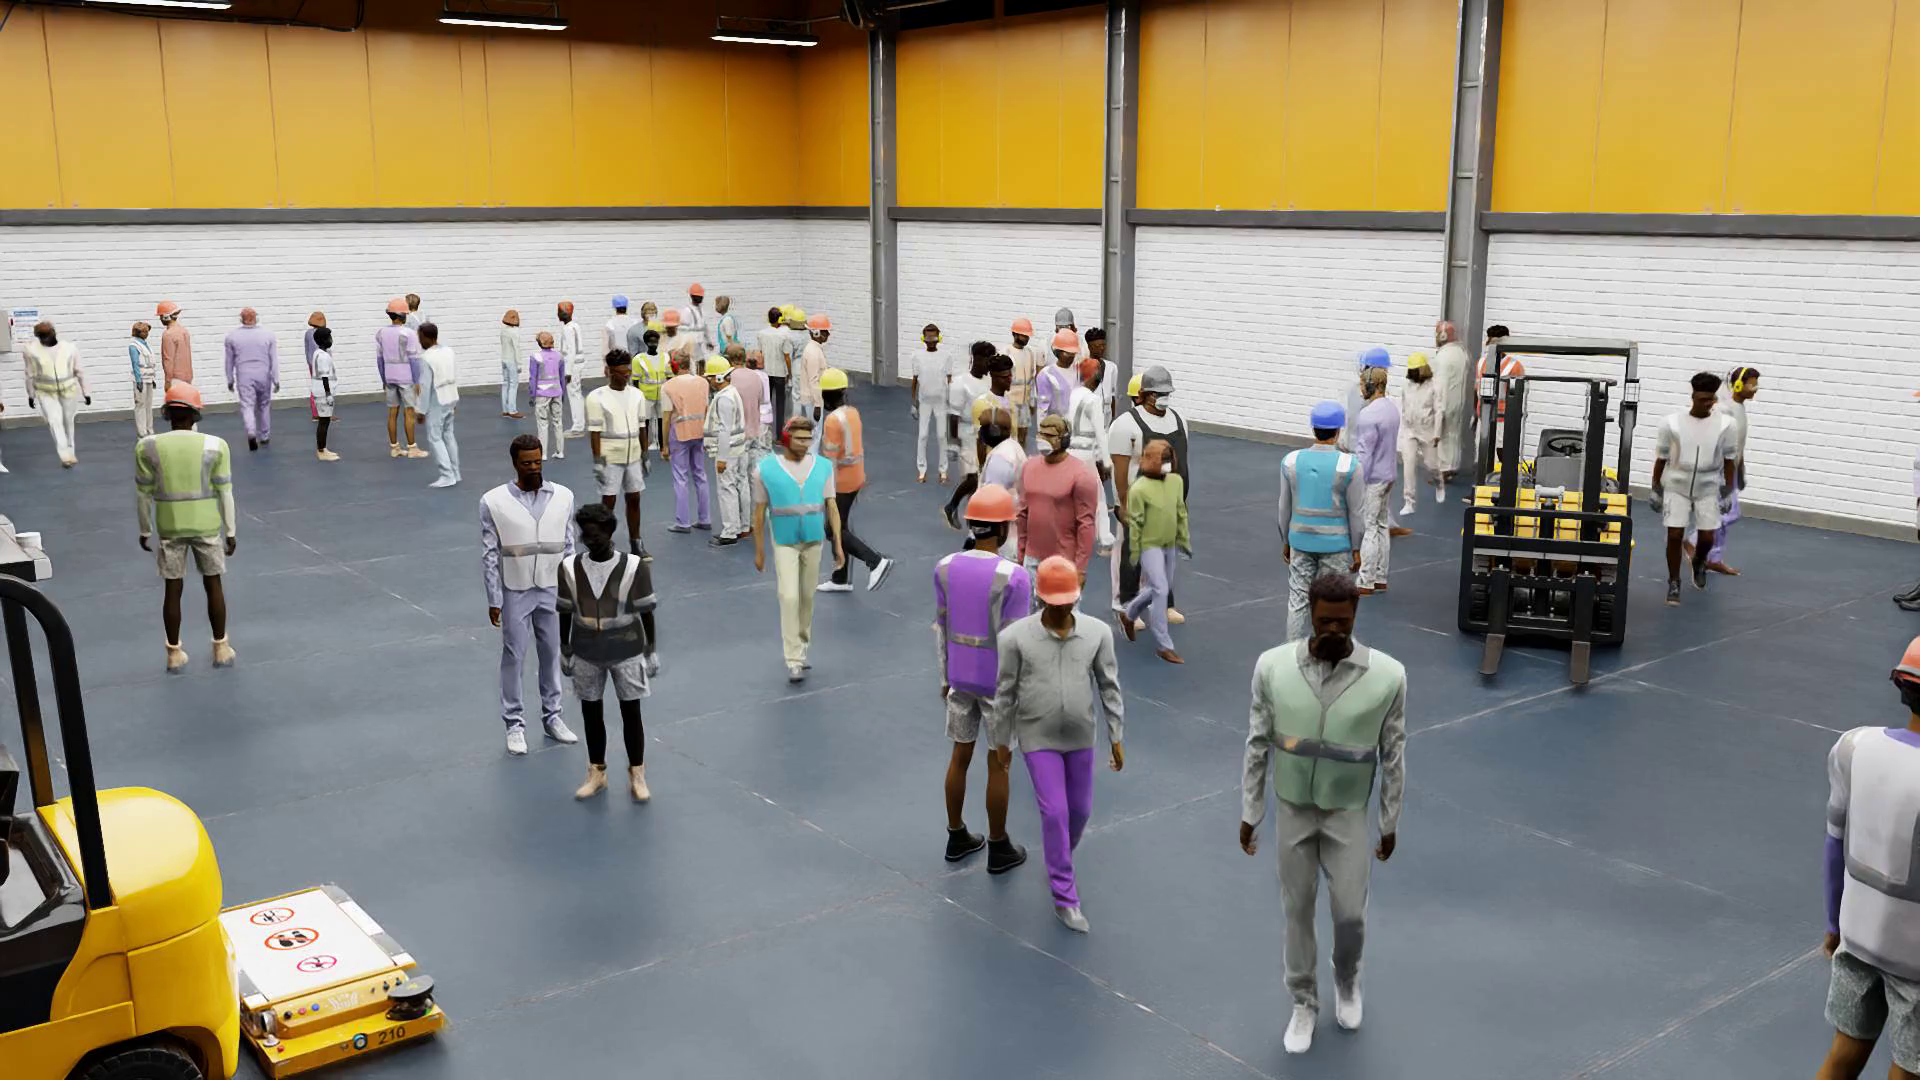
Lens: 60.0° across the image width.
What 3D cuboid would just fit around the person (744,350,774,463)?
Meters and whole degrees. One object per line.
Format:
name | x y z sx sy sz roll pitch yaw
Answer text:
person | -2.246 -1.308 18.565 0.322 1.629 0.516 1 12 7

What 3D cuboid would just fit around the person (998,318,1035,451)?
person | 0.681 -1.621 19.341 0.551 1.925 0.393 -10 16 -41

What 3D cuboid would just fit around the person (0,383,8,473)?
person | -11.713 -1.646 19.908 0.302 1.742 0.493 10 16 41

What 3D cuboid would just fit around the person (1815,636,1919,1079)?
person | 2.962 1.257 5.185 0.403 2.035 0.606 -3 12 -14

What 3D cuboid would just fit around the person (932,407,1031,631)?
person | 0.225 -0.067 12.148 0.920 1.794 0.636 1 12 5

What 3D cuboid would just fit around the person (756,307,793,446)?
person | -2.474 -2.178 22.211 0.523 1.858 0.336 4 12 20

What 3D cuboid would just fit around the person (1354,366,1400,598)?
person | 3.437 -0.482 13.849 0.379 1.929 0.636 8 14 33

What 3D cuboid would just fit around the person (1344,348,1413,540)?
person | 3.904 -0.884 15.894 1.016 1.898 0.637 -2 12 -12

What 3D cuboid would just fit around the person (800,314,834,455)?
person | -1.631 -1.596 19.091 0.402 1.987 0.608 -1 12 -5

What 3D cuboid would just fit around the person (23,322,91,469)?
person | -11.047 -1.770 20.418 0.683 1.771 0.946 -8 14 -34

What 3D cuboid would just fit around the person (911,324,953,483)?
person | -0.318 -1.587 19.341 0.506 1.864 0.332 0 12 1

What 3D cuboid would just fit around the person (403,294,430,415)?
person | -8.295 -2.831 25.380 0.340 1.846 0.512 5 13 25

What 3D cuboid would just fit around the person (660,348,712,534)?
person | -2.702 -0.979 16.472 0.378 1.838 0.560 11 16 43

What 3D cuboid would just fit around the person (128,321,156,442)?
person | -11.065 -2.142 22.555 0.310 1.639 0.514 -1 12 -6

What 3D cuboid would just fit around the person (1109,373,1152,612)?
person | 1.430 -0.370 13.293 0.370 1.928 0.585 11 16 43

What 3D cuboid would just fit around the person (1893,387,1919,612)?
person | 7.784 -0.382 13.369 0.387 1.930 0.540 5 13 24

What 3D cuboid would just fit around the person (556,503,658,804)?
person | -1.930 0.617 9.118 0.549 1.687 0.319 0 12 2

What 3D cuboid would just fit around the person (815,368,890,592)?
person | -0.921 -0.477 13.853 0.601 1.906 0.614 3 12 13

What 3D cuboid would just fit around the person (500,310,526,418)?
person | -6.741 -2.646 25.029 0.294 1.623 0.494 -11 16 -42

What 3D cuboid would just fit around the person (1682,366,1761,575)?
person | 6.740 -0.609 14.644 0.443 1.847 0.538 10 15 39

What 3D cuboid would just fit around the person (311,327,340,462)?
person | -8.001 -1.837 20.970 0.321 1.693 0.539 -5 13 -25

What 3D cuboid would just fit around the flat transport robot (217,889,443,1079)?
flat transport robot | -2.747 1.779 6.942 0.652 0.197 1.431 -9 15 -37

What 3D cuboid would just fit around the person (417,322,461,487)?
person | -5.989 -1.575 19.193 0.407 1.911 0.645 3 12 14

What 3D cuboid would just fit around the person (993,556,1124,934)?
person | 0.471 0.903 7.718 0.602 1.698 0.710 -3 12 -15

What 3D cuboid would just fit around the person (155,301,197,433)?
person | -10.158 -2.105 21.558 0.412 1.981 0.625 0 12 -1

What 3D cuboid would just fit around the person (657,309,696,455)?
person | -3.716 -2.064 21.593 0.546 1.889 0.980 2 12 11

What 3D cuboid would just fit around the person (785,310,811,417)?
person | -2.241 -2.356 23.351 0.493 1.739 0.314 -8 14 -33

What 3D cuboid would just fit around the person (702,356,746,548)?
person | -2.244 -0.845 15.857 0.403 1.818 0.606 -1 12 -3

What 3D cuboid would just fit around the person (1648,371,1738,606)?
person | 5.968 -0.433 13.591 0.638 1.934 0.637 4 12 19

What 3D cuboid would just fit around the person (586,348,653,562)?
person | -3.064 -0.748 15.037 0.606 1.965 0.393 -11 16 -43

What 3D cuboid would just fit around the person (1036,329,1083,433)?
person | 1.033 -1.062 16.402 0.612 2.030 0.404 -9 15 -37

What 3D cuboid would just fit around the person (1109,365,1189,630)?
person | 1.521 -0.332 12.839 0.684 2.000 0.538 -7 14 -30

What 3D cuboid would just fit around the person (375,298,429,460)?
person | -7.073 -2.036 21.061 0.609 2.044 0.394 5 13 22

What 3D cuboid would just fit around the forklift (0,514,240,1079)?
forklift | -3.687 1.115 5.480 2.313 2.155 1.214 -9 15 -36

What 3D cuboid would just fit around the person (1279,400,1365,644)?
person | 2.471 0.018 11.375 0.605 1.948 0.391 7 14 32

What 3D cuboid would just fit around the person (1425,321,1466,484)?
person | 5.554 -1.571 19.179 0.433 1.891 0.657 8 14 34

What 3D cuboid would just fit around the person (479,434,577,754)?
person | -2.582 0.311 10.037 0.587 1.918 0.392 -9 15 -36

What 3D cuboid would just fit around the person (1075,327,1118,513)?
person | 1.401 -1.244 17.425 0.607 1.966 0.367 -7 14 -31

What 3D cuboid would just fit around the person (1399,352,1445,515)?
person | 4.882 -1.141 17.537 0.497 1.713 0.687 9 15 36

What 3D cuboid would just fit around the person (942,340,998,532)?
person | 0.127 -0.992 16.285 0.493 1.933 0.652 10 15 40

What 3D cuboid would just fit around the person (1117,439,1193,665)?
person | 1.389 0.048 12.060 0.523 1.607 0.737 -10 15 -39

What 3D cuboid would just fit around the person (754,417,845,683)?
person | -1.088 0.053 11.517 0.595 1.810 0.736 -6 13 -26

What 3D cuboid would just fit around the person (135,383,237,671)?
person | -5.439 -0.087 11.689 0.656 2.030 0.410 -4 12 -17

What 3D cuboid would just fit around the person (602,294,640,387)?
person | -4.774 -2.525 23.697 0.643 1.934 0.427 -3 12 -15

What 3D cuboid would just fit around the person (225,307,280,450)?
person | -9.370 -2.150 22.041 0.658 1.871 0.911 -5 13 -23

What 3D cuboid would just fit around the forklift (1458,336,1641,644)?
forklift | 4.683 -0.471 13.136 1.214 2.155 2.313 4 12 20

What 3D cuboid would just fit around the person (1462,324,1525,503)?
person | 5.743 -1.335 17.861 0.373 1.966 0.607 -7 14 -31

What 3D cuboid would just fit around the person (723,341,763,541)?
person | -2.135 -0.957 16.116 0.379 1.937 0.629 6 13 25

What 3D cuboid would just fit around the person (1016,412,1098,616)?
person | 0.606 0.134 10.838 0.631 1.940 0.372 11 16 43

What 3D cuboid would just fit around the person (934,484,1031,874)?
person | 0.134 0.681 8.225 0.545 1.930 0.388 8 14 35

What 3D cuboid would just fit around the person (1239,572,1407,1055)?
person | 1.414 1.047 6.513 0.612 1.908 0.434 4 12 17

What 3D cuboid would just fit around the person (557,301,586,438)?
person | -5.372 -2.357 22.996 0.337 1.883 0.584 -1 12 -4

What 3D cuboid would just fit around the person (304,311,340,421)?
person | -9.467 -2.565 24.609 0.507 1.631 0.266 7 14 31

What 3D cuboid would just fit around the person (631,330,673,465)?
person | -3.824 -1.777 20.696 0.547 1.685 0.322 -7 14 -32

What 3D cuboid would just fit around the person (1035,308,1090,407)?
person | 1.215 -1.686 19.376 0.689 2.000 0.539 1 12 2

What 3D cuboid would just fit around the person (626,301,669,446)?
person | -4.142 -2.229 22.280 0.636 1.931 0.377 -9 15 -38

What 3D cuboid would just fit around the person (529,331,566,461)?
person | -5.198 -1.815 21.002 0.319 1.631 0.524 10 15 40

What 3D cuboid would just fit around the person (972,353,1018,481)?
person | 0.327 -0.660 14.600 0.361 1.964 0.614 6 13 26
